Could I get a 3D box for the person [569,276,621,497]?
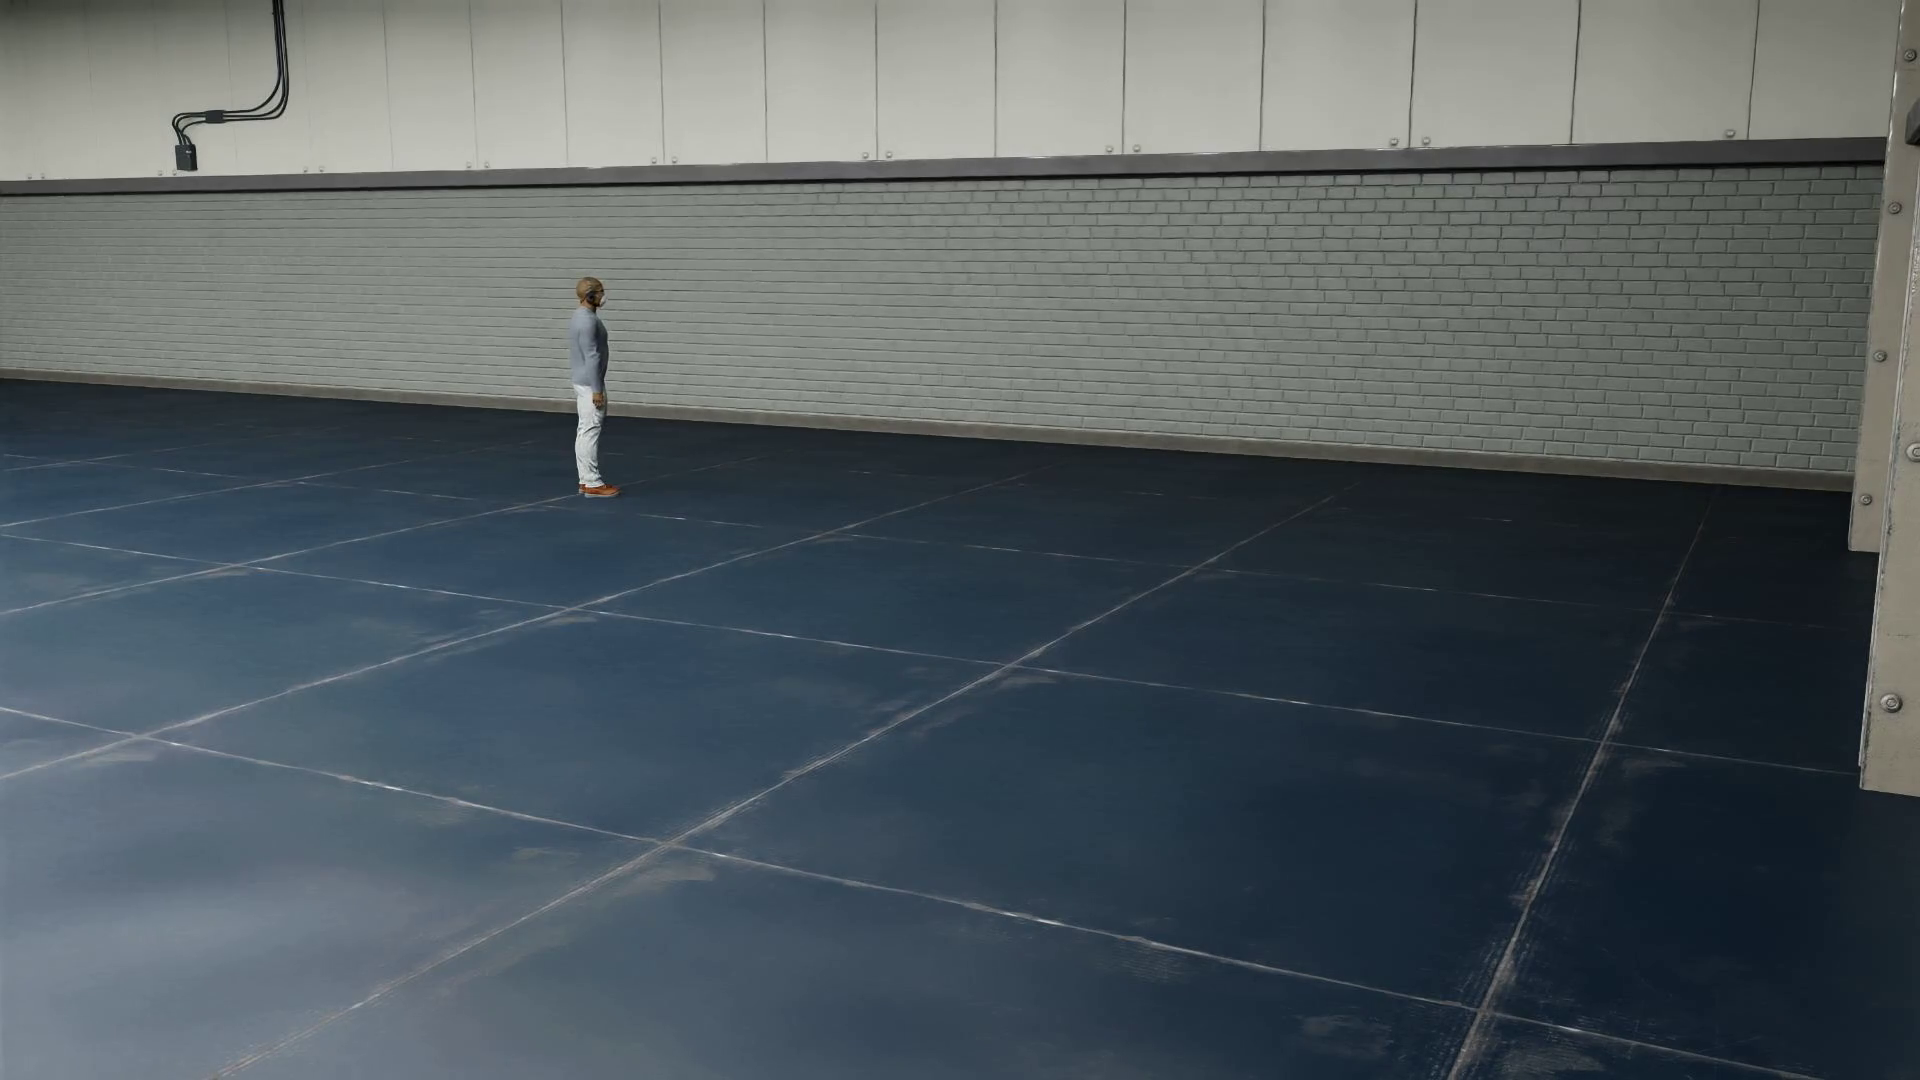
[{"bbox_3d":[-3.242,-1.346,14.661,0.373,1.940,0.628,-4,11,-20],"label":"person"}]
